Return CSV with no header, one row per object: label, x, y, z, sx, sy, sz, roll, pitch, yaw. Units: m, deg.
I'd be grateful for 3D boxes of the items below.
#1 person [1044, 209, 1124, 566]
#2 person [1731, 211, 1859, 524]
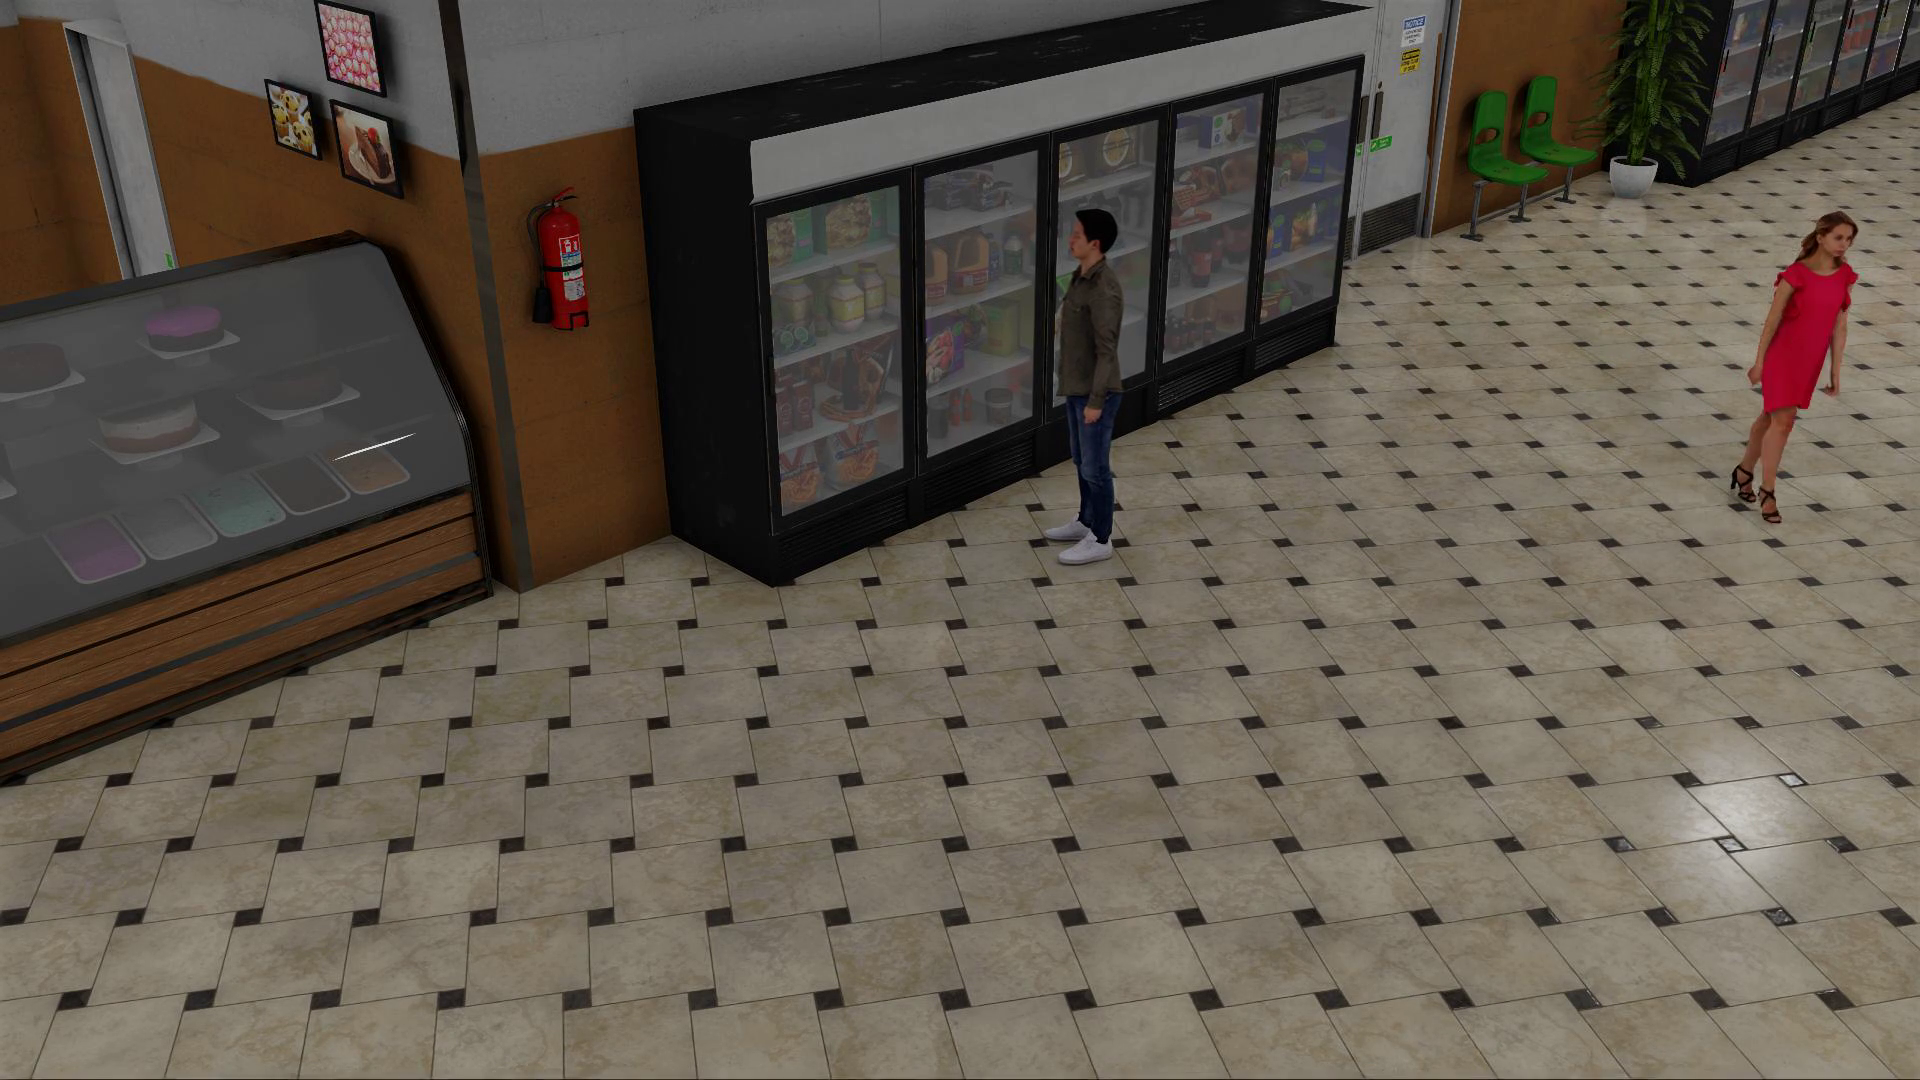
person,0.679,-0.772,8.491,0.847,1.864,0.733,-5,27,-9
person,4.507,-0.999,9.112,0.762,1.706,0.858,-6,27,-11
